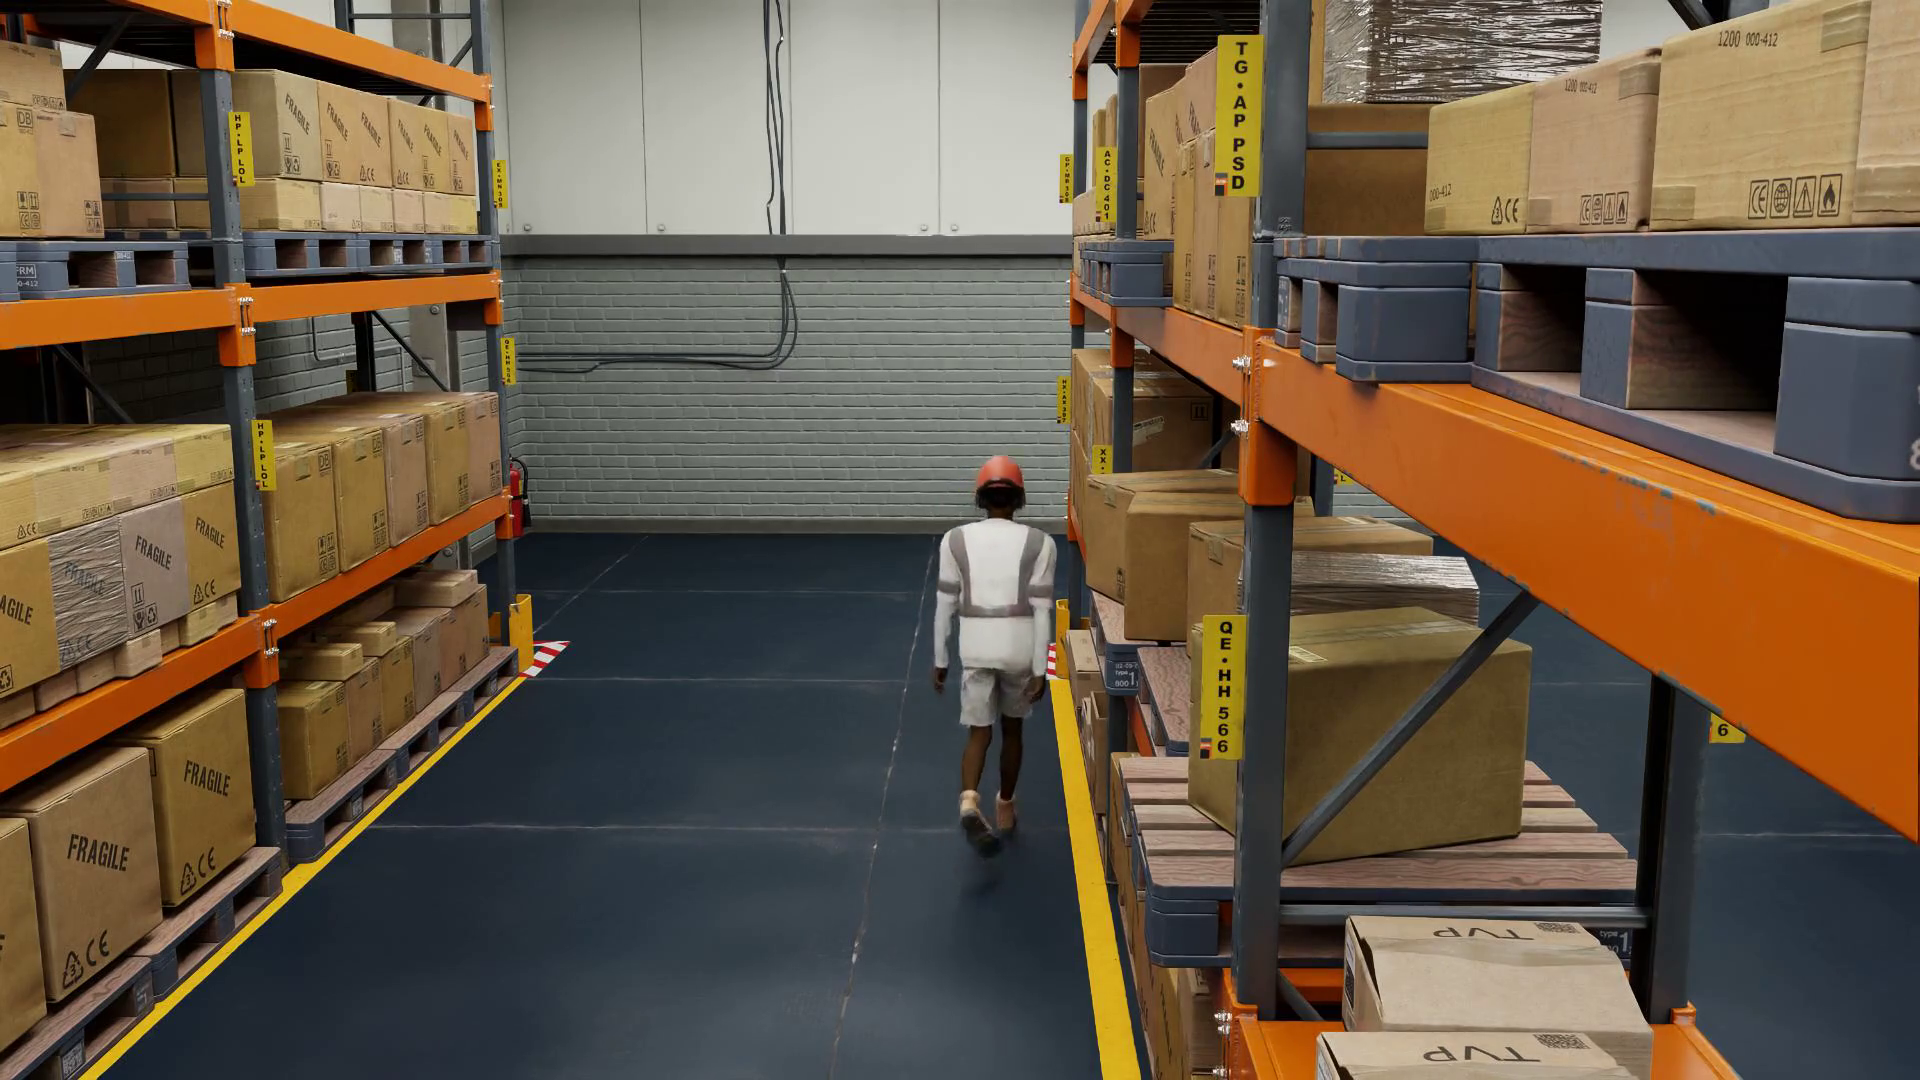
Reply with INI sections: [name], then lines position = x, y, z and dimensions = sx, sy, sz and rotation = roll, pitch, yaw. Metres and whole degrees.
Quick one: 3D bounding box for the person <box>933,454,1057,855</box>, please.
[person]
position = 0.156, 0.589, 8.293
dimensions = 0.621, 1.994, 0.875
rotation = 2, 10, 8
